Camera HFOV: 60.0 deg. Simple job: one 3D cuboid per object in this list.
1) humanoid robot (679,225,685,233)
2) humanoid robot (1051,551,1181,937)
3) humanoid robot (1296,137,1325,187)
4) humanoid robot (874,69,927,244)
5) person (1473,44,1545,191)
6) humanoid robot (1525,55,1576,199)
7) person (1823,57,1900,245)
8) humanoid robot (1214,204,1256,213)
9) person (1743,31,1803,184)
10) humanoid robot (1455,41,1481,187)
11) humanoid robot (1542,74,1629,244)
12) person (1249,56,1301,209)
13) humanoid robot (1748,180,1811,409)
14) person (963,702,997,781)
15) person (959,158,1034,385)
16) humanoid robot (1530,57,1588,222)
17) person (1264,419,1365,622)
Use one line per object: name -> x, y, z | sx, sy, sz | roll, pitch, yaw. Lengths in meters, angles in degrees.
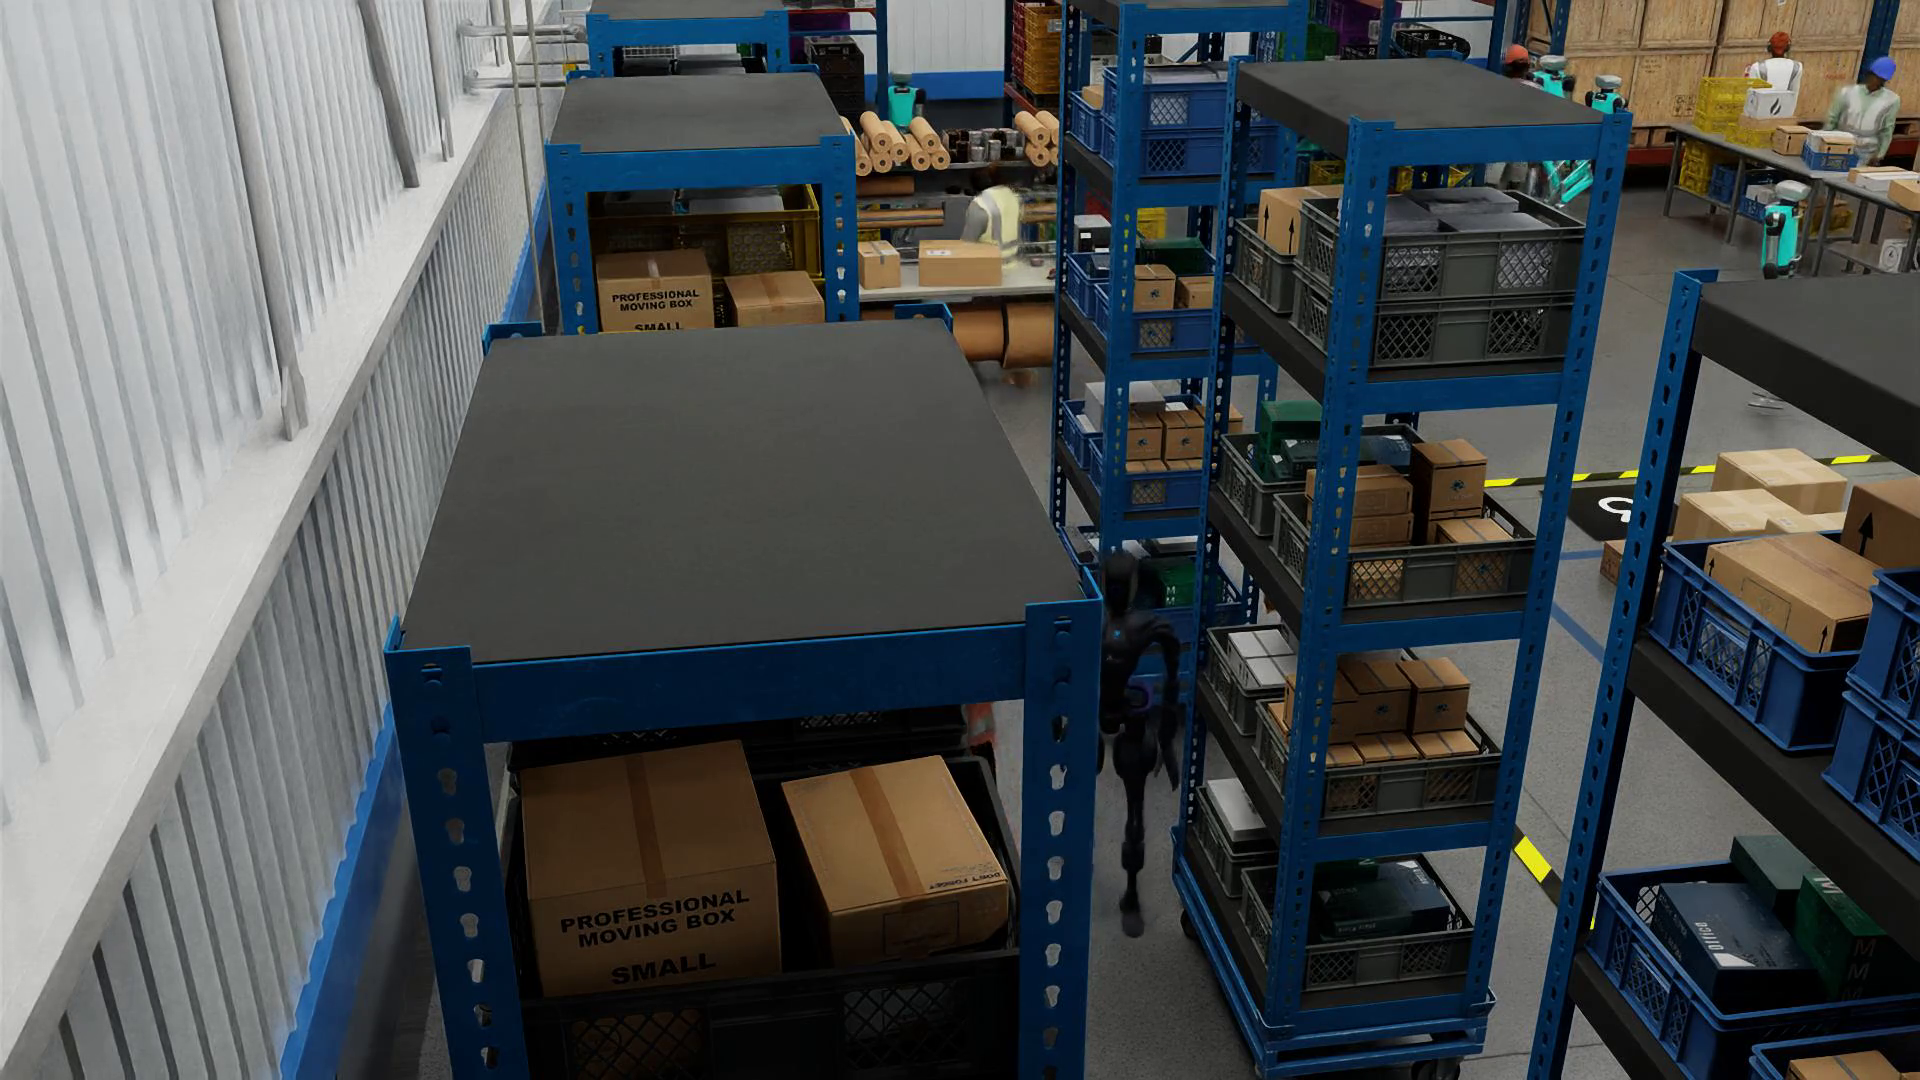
humanoid robot -> -2.728, -3.968, 17.285 | 0.597, 1.626, 0.771 | 5, 25, 10
humanoid robot -> 0.627, 0.794, 6.911 | 0.584, 1.647, 0.595 | 2, 25, 5
humanoid robot -> 3.816, -4.502, 18.326 | 0.630, 1.798, 0.539 | -4, 25, -10
humanoid robot -> -0.538, -3.794, 16.822 | 0.548, 1.797, 0.786 | -8, 26, -17
person -> 5.544, -3.948, 16.815 | 0.638, 2.016, 0.770 | 5, 25, 10
humanoid robot -> 6.444, -4.439, 18.184 | 0.530, 1.759, 0.837 | 16, 29, 30
person -> 9.109, -3.955, 16.946 | 0.633, 1.895, 0.844 | 10, 27, 21
humanoid robot -> 2.986, -4.402, 18.236 | 0.654, 1.648, 0.586 | 2, 25, 5
person -> 9.030, -4.719, 18.622 | 0.573, 1.886, 0.354 | 2, 25, 4
humanoid robot -> 5.762, -4.954, 19.364 | 0.599, 1.657, 0.315 | 9, 26, 19
humanoid robot -> 6.151, -3.758, 16.595 | 0.745, 1.690, 0.530 | -8, 26, -17
person -> 3.484, -4.553, 18.323 | 0.599, 1.829, 0.403 | 9, 26, 18
humanoid robot -> 6.196, -1.773, 12.234 | 0.735, 1.677, 0.533 | 17, 30, 32
person -> -0.173, 0.894, 6.364 | 0.647, 1.925, 0.916 | 0, 25, -1
person -> 0.244, -2.139, 13.146 | 0.949, 1.786, 0.604 | 12, 28, 25
humanoid robot -> 6.369, -4.173, 17.586 | 0.536, 1.742, 0.807 | -15, 29, -29
person -> 1.747, 0.205, 7.959 | 0.597, 1.850, 0.397 | -2, 25, -4
